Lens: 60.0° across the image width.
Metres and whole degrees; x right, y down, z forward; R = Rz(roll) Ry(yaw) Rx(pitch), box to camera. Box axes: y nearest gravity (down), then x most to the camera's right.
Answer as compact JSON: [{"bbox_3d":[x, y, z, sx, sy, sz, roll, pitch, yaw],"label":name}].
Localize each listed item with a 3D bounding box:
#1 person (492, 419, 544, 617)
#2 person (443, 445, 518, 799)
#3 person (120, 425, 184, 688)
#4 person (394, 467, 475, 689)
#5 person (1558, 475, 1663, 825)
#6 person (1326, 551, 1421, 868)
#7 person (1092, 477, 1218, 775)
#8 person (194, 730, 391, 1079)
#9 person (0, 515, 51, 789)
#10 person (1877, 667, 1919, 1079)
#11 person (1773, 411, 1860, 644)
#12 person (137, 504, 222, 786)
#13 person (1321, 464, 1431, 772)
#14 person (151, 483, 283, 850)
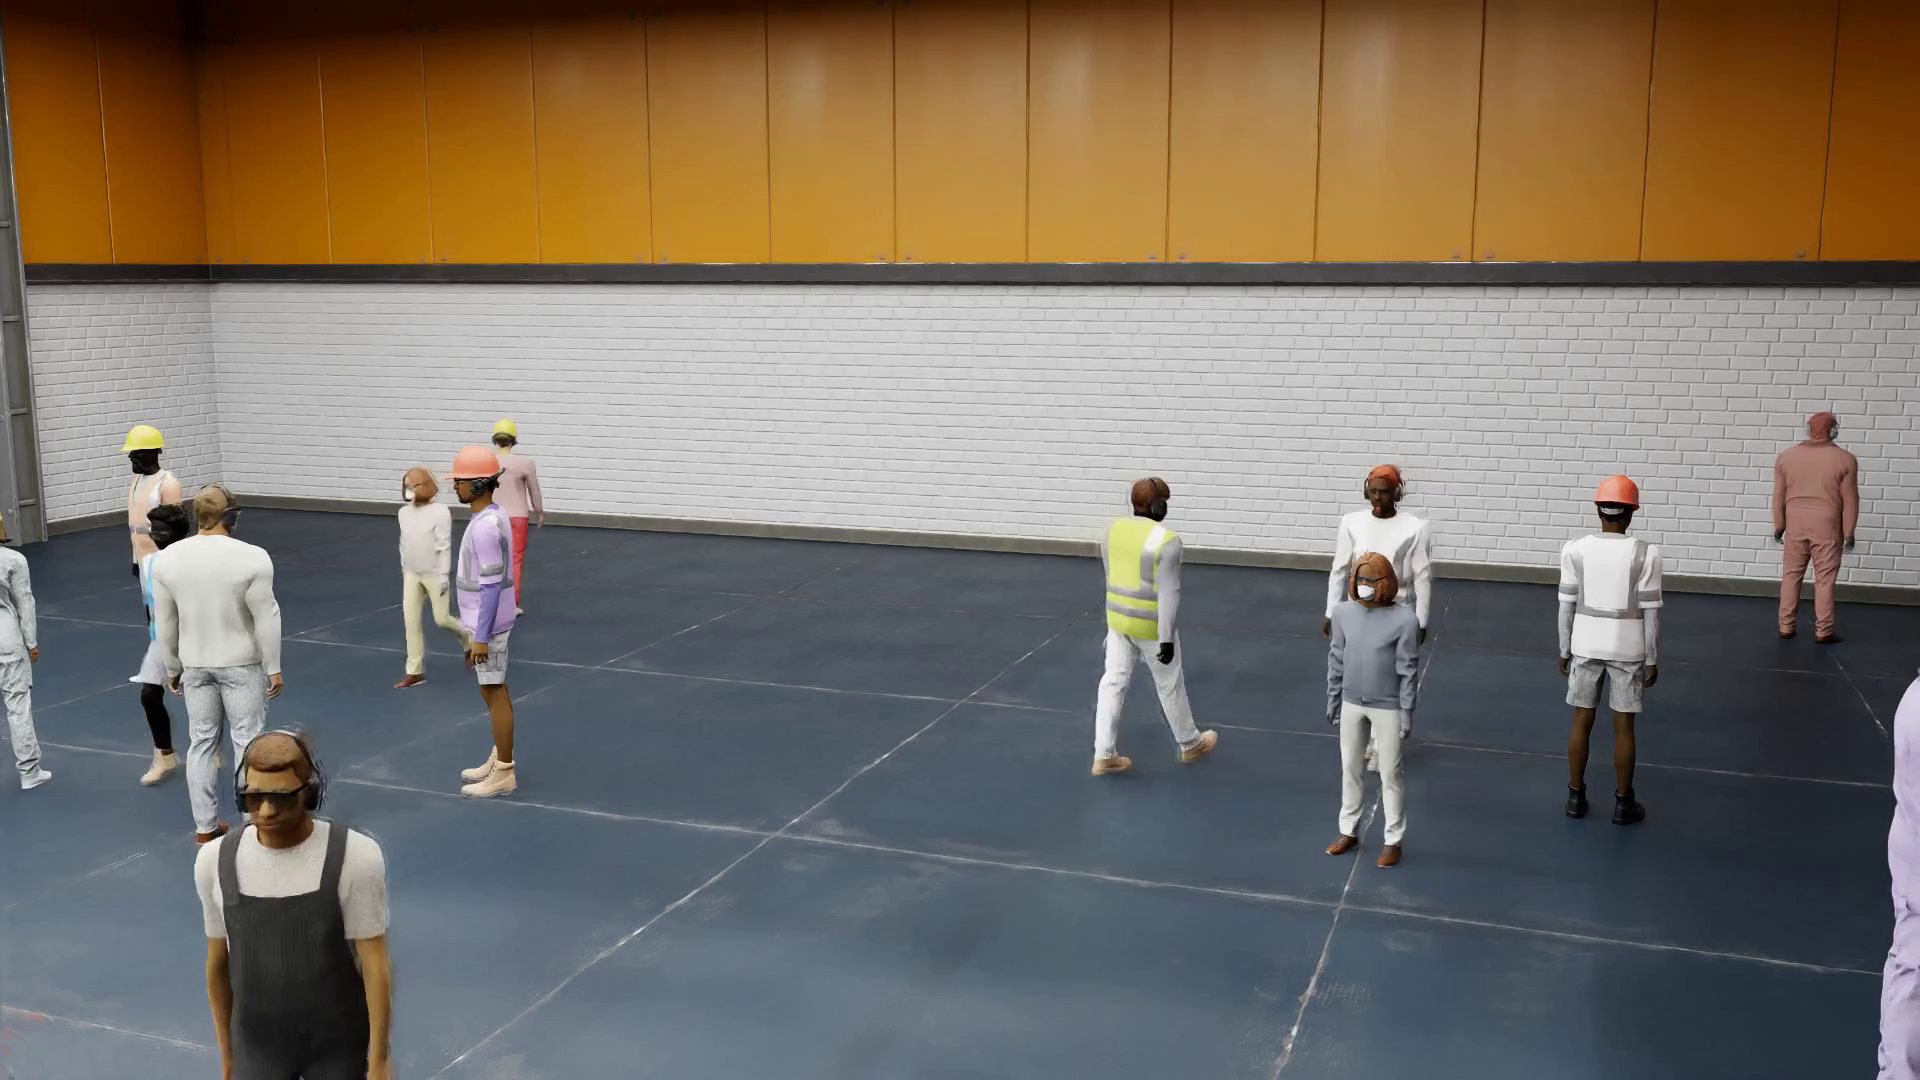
[{"bbox_3d":[-3.991,-0.207,14.827,0.533,1.735,0.774,0,9,1],"label":"person"},{"bbox_3d":[-2.761,0.471,9.639,0.371,2.044,0.608,-2,9,-14],"label":"person"},{"bbox_3d":[-5.886,0.120,12.172,0.587,1.928,0.363,7,11,36],"label":"person"},{"bbox_3d":[-3.907,0.256,12.288,0.502,1.612,0.682,4,10,22],"label":"person"},{"bbox_3d":[3.580,0.603,9.177,0.542,1.929,0.373,6,11,33],"label":"person"},{"bbox_3d":[2.109,0.860,8.530,0.497,1.626,0.286,8,12,40],"label":"person"},{"bbox_3d":[1.182,0.511,10.138,0.933,1.796,0.671,-8,12,-40],"label":"person"},{"bbox_3d":[-1.790,1.407,4.496,0.513,1.822,0.640,-2,9,-10],"label":"person"},{"bbox_3d":[-5.653,0.606,9.727,0.483,1.745,0.299,-2,9,-15],"label":"person"},{"bbox_3d":[3.450,1.160,5.809,0.407,1.902,0.638,5,10,28],"label":"person"},{"bbox_3d":[7.027,-0.107,13.653,0.403,1.904,0.651,-9,13,-44],"label":"person"},{"bbox_3d":[-4.627,0.629,9.800,0.538,1.679,0.566,2,9,10],"label":"person"},{"bbox_3d":[2.518,0.471,10.175,0.599,1.858,0.711,7,12,39],"label":"person"},{"bbox_3d":[-3.873,0.669,8.737,0.635,1.936,0.353,0,9,1],"label":"person"}]
